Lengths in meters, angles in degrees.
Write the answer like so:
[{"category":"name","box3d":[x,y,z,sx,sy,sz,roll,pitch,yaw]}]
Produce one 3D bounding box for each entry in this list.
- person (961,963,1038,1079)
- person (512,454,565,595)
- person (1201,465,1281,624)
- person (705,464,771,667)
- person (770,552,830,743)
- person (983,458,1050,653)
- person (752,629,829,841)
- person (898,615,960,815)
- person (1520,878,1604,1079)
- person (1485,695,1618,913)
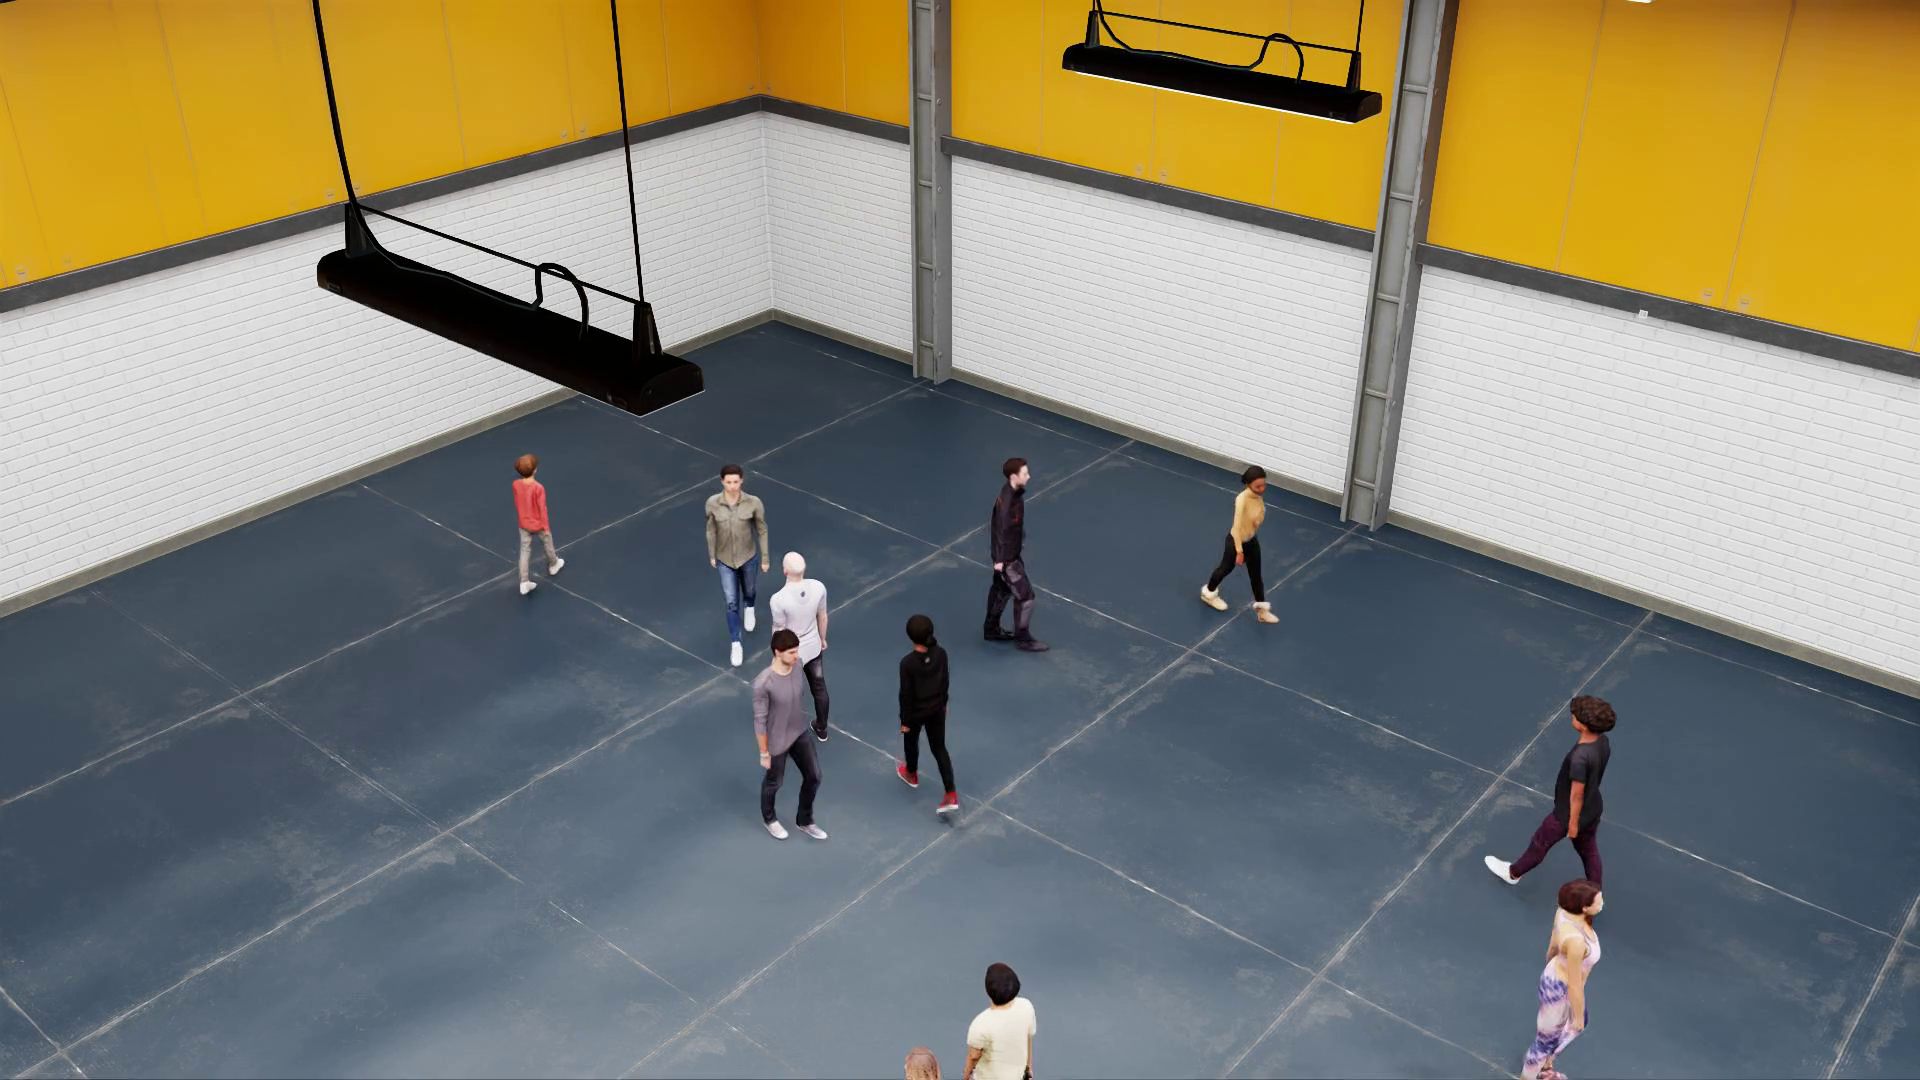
[{"category":"person","box3d":[0.275,3.167,9.710,0.765,1.561,0.993,-18,33,-30]},{"category":"person","box3d":[-4.133,-0.133,15.945,0.943,1.383,0.841,8,30,14]},{"category":"person","box3d":[2.556,-0.010,15.477,1.125,1.616,0.701,23,36,36]},{"category":"person","box3d":[-2.000,0.113,15.027,1.194,1.830,1.251,-3,29,-6]},{"category":"person","box3d":[-1.316,0.895,13.586,0.719,1.838,0.669,-19,34,-31]},{"category":"person","box3d":[0.357,0.131,14.932,1.027,1.890,0.938,4,29,7]},{"category":"person","box3d":[-1.396,1.447,12.583,0.752,1.829,0.717,23,36,36]},{"category":"person","box3d":[-0.226,1.374,12.915,0.882,1.640,1.171,-16,32,-26]},{"category":"person","box3d":[3.605,2.775,10.223,0.762,1.758,0.723,5,29,9]},{"category":"person","box3d":[4.458,1.913,11.815,1.065,1.746,0.649,23,36,35]}]
